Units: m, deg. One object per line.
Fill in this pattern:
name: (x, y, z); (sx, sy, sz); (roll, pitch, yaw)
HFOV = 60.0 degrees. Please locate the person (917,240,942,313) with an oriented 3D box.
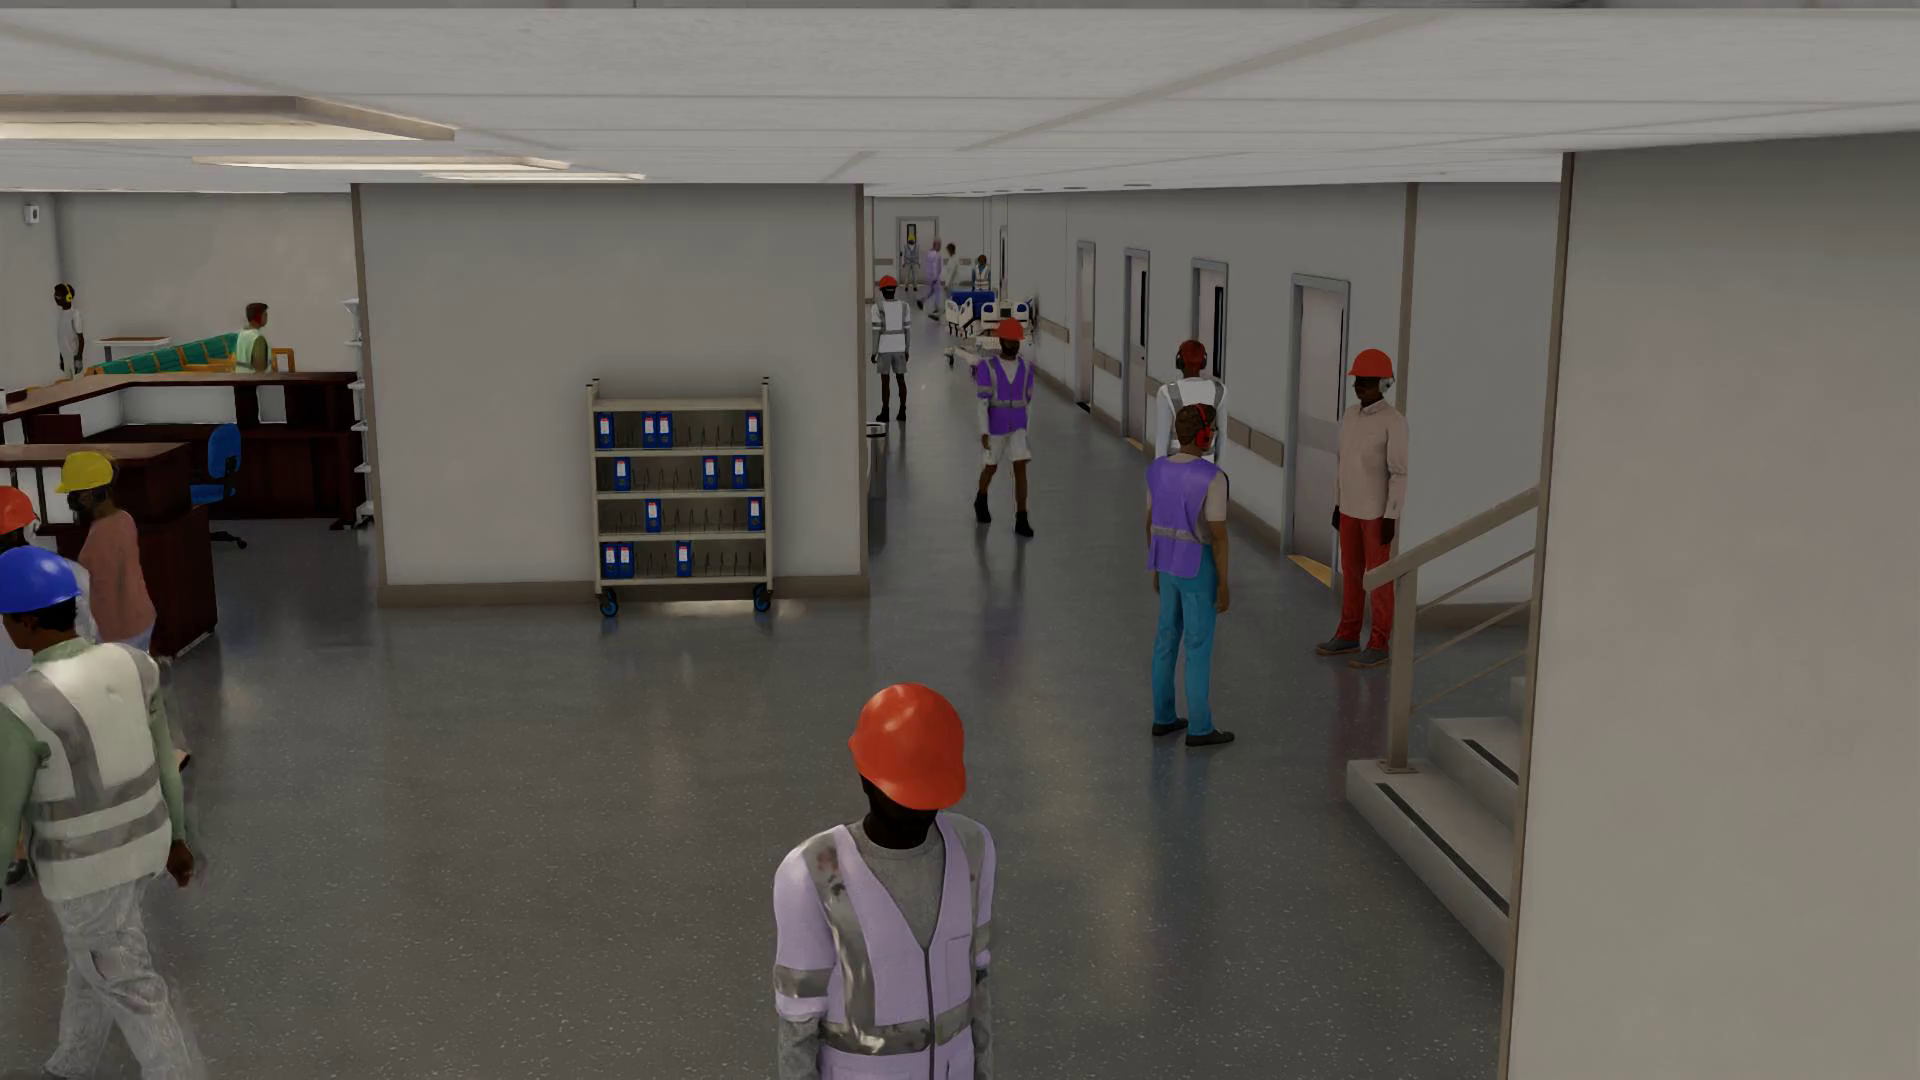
person: (-0.730, -6.821, 43.082); (0.628, 1.881, 0.648); (-5, 12, -21)

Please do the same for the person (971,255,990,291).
person: (0.526, -5.915, 39.275); (0.516, 1.634, 0.311); (4, 12, 17)

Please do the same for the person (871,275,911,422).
person: (-0.925, -2.524, 21.973); (0.543, 1.930, 0.372); (-5, 13, -23)

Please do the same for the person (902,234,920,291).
person: (-1.558, -8.911, 53.426); (0.594, 1.828, 0.403); (-2, 12, -8)

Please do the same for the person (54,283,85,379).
person: (-11.223, -2.294, 20.981); (0.513, 1.875, 0.328); (9, 14, 36)

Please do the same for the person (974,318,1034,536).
person: (0.383, -1.029, 14.754); (0.543, 1.901, 0.951); (-4, 12, -18)

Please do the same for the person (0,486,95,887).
person: (-3.945, 0.625, 7.044); (0.563, 1.742, 0.361); (-1, 12, -5)

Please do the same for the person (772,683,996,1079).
person: (-0.126, 1.234, 3.613); (0.543, 1.927, 0.375); (-8, 14, -33)

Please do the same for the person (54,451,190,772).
person: (-4.049, 0.427, 8.004); (0.400, 1.746, 0.546); (-2, 12, -10)

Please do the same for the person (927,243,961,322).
person: (-0.251, -6.086, 39.489); (1.057, 1.874, 0.638); (1, 12, 3)

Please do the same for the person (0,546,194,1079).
person: (-2.720, 0.956, 5.016); (0.910, 1.903, 0.601); (2, 12, 8)

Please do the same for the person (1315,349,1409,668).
person: (2.549, -0.202, 10.455); (0.375, 1.997, 0.612); (-5, 13, -25)

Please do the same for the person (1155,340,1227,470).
person: (1.715, -0.556, 12.459); (0.585, 1.882, 0.344); (-4, 12, -18)

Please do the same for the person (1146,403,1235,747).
person: (1.215, 0.188, 8.924); (0.390, 1.846, 0.563); (-9, 15, -37)
